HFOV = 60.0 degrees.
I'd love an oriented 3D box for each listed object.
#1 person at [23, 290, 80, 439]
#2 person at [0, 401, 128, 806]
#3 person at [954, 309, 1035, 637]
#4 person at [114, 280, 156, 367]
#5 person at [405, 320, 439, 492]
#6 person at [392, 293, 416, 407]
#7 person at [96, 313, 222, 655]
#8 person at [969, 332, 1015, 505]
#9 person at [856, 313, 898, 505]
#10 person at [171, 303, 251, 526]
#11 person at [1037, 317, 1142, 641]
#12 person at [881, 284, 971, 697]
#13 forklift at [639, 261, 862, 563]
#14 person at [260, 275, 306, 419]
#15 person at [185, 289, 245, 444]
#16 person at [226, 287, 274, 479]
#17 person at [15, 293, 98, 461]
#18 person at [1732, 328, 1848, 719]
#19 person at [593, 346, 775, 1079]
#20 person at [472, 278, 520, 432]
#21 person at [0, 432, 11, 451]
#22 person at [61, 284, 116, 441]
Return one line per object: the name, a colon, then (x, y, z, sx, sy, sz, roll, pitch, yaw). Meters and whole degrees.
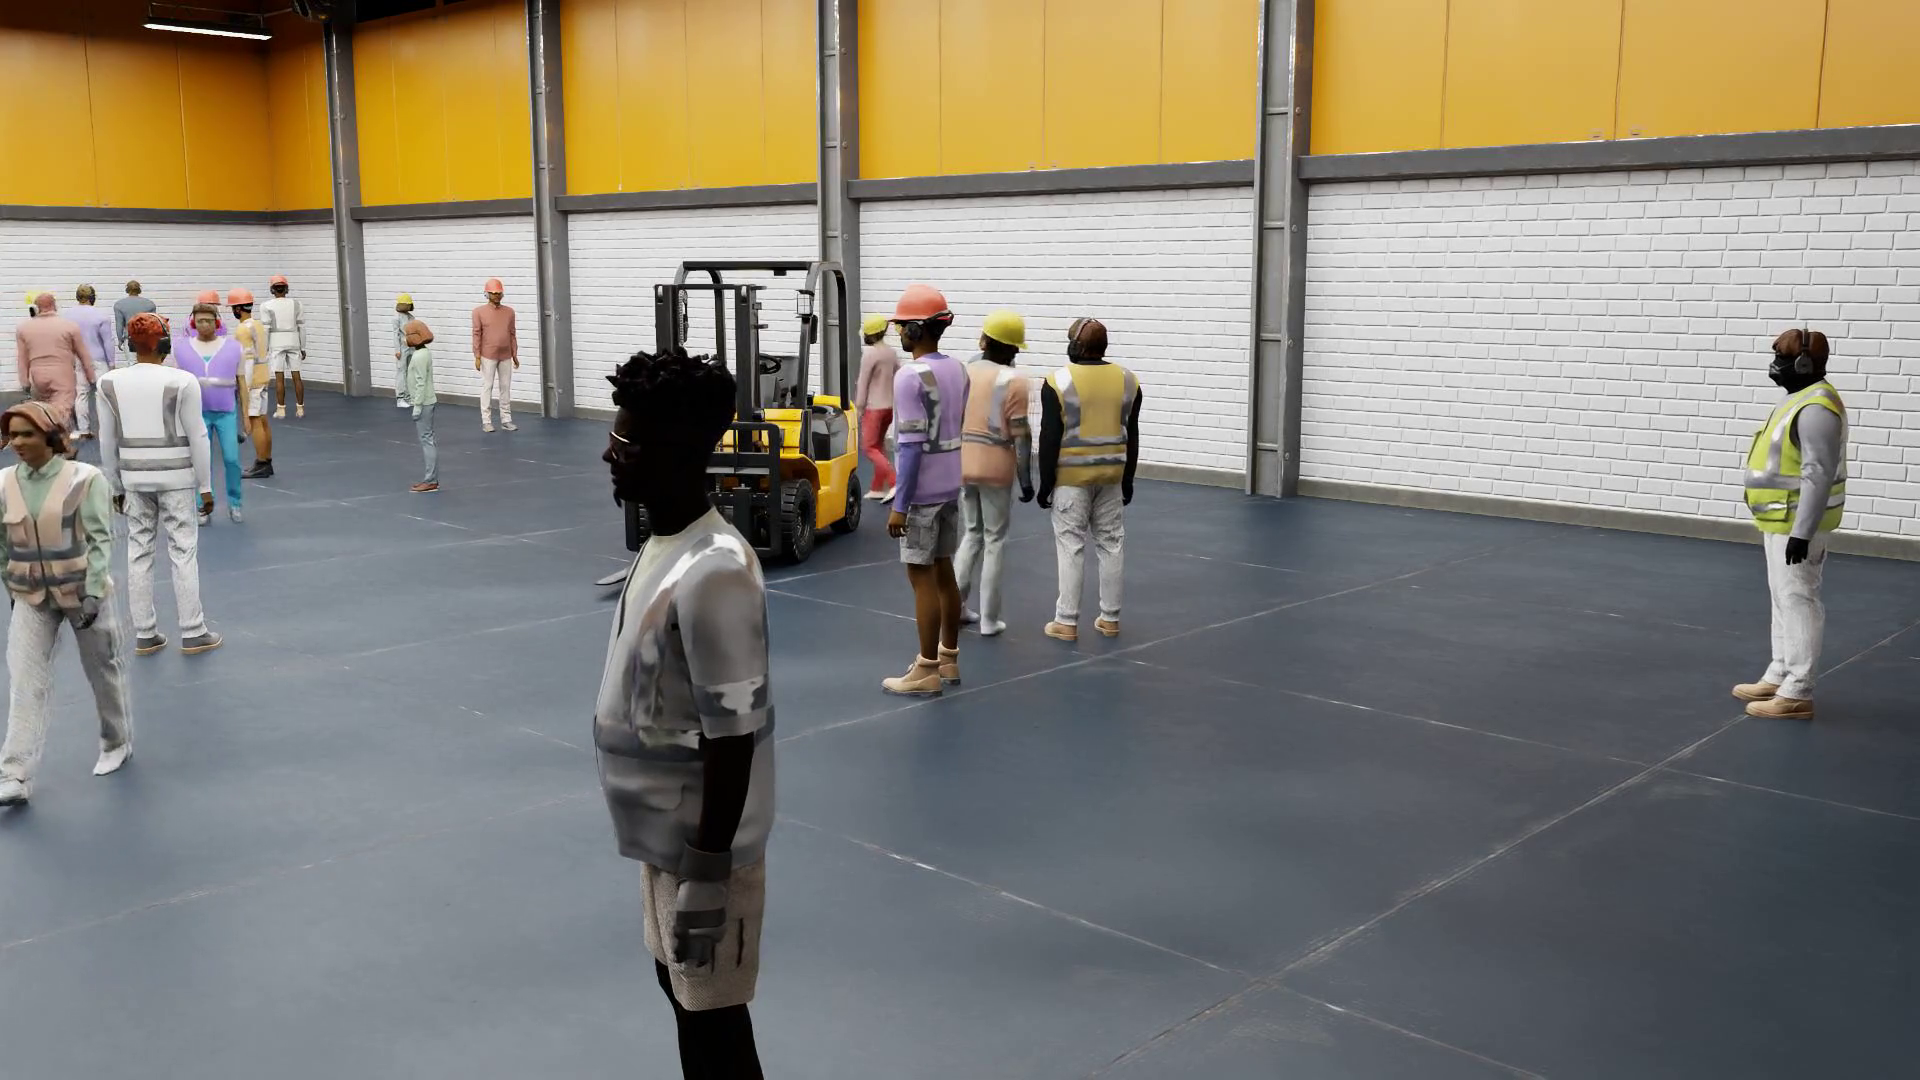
person: (-11.256, -2.135, 20.450, 0.610, 1.858, 0.999, 5, 11, 29)
person: (-3.651, 0.243, 6.698, 0.514, 1.592, 0.847, 0, 9, -3)
person: (0.166, -0.378, 9.604, 0.614, 1.891, 0.437, 8, 12, 41)
person: (-13.380, -3.250, 27.053, 0.630, 1.940, 0.372, -6, 11, -33)
person: (-5.135, -1.274, 15.869, 0.288, 1.634, 0.499, -2, 9, -12)
person: (-8.513, -2.918, 25.613, 0.310, 1.743, 0.493, 3, 10, 19)
person: (-4.391, -0.300, 9.136, 0.580, 1.883, 0.352, 0, 9, 0)
person: (0.290, -1.110, 14.853, 0.500, 1.636, 0.282, -6, 11, -34)
person: (-0.715, -1.181, 14.992, 0.565, 1.735, 0.568, 5, 11, 29)
person: (-6.211, -1.045, 13.827, 0.565, 1.848, 0.406, -3, 10, -19)
person: (0.722, -0.345, 9.527, 0.633, 1.846, 0.429, -4, 10, -22)
person: (-0.186, -0.241, 8.283, 0.378, 2.044, 0.607, 4, 10, 24)
forklift: (-1.552, -1.040, 12.721, 1.214, 2.155, 2.313, 2, 9, 11)
person: (-9.601, -2.735, 23.608, 0.605, 2.034, 0.390, -7, 11, -36)
person: (-8.891, -2.017, 19.697, 0.538, 1.890, 1.008, 1, 9, 6)
person: (-7.210, -1.586, 16.870, 0.376, 1.933, 0.545, -1, 9, -6)
person: (-9.651, -1.709, 17.850, 0.671, 1.847, 1.003, -1, 9, -4)
person: (3.939, -0.075, 7.885, 0.430, 1.844, 0.623, 3, 10, 18)
person: (-0.570, 0.586, 3.444, 0.367, 1.966, 0.607, -3, 10, -20)
person: (-6.054, -2.411, 21.733, 0.625, 1.992, 0.388, -8, 12, -41)
person: (-11.455, -1.930, 19.305, 0.880, 1.829, 0.527, -1, 9, -4)
person: (-10.696, -2.176, 20.468, 0.630, 1.940, 0.371, 0, 9, 0)
